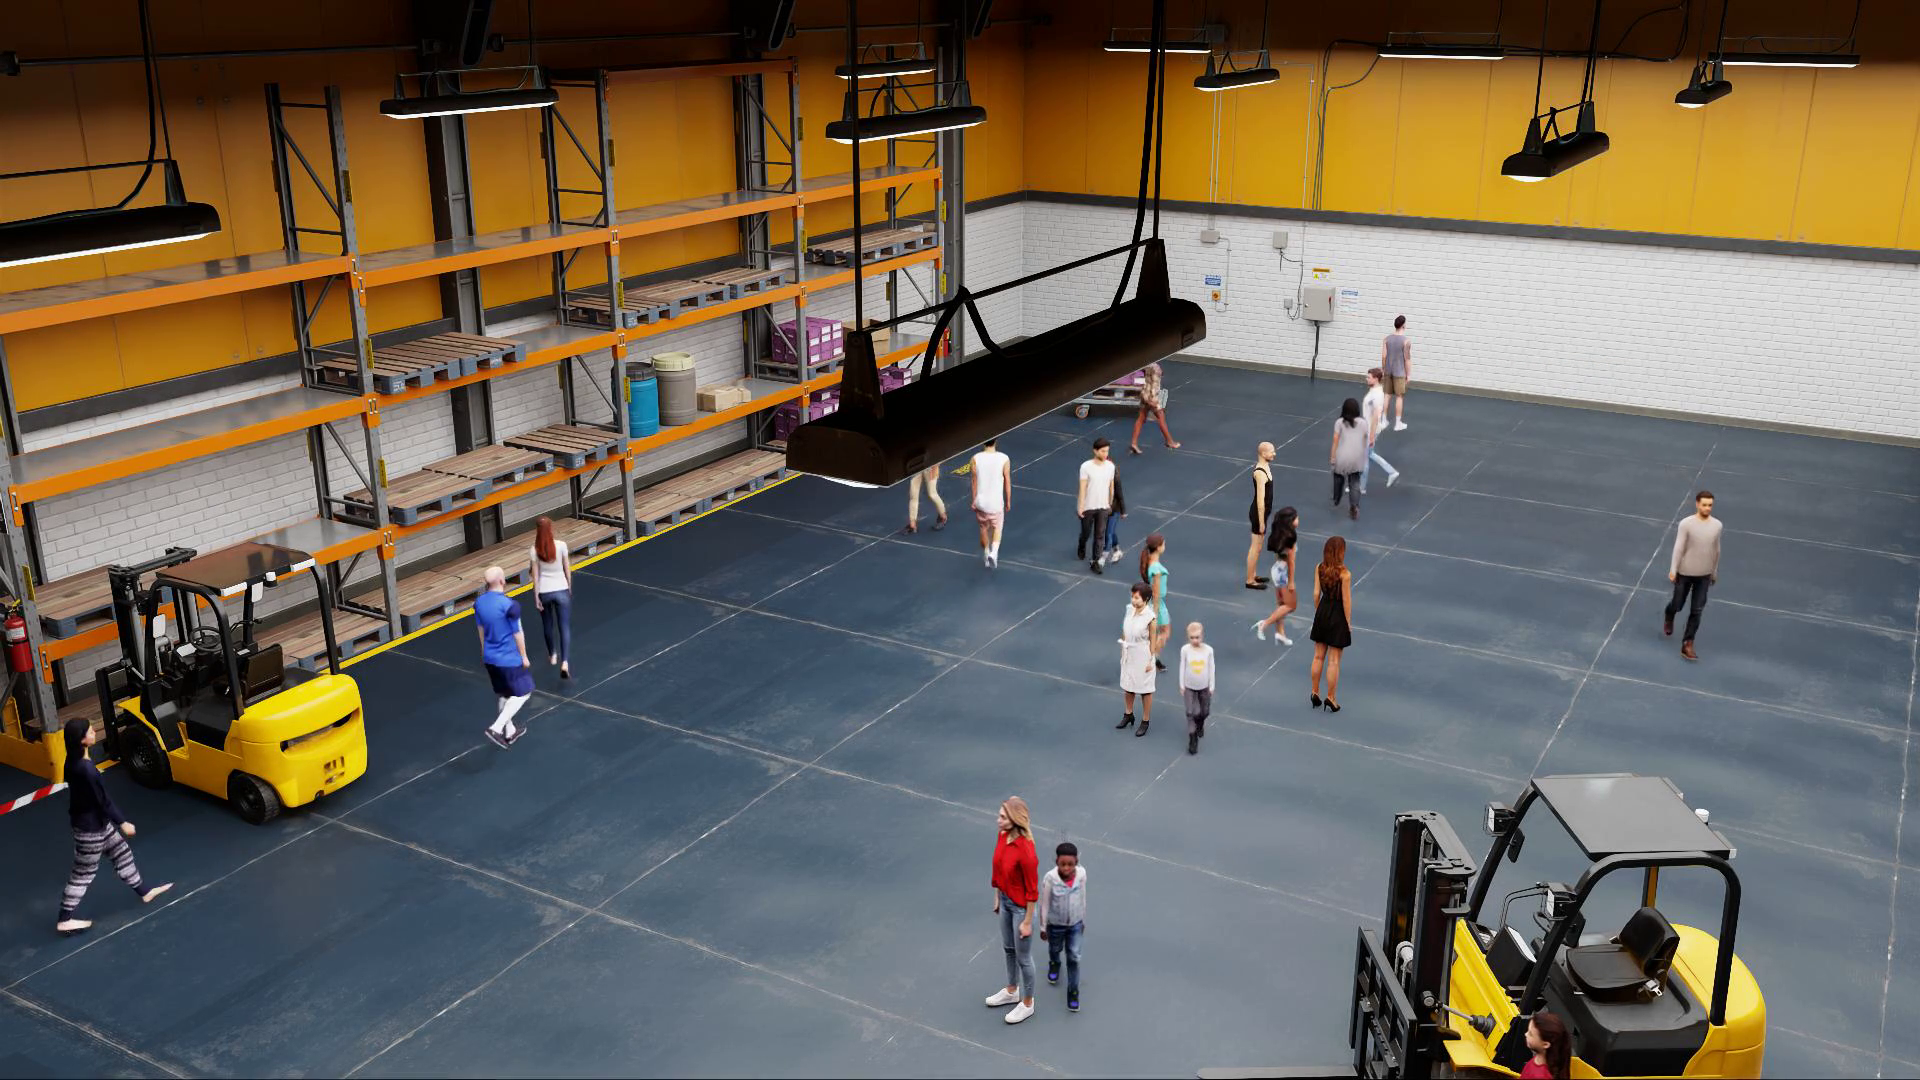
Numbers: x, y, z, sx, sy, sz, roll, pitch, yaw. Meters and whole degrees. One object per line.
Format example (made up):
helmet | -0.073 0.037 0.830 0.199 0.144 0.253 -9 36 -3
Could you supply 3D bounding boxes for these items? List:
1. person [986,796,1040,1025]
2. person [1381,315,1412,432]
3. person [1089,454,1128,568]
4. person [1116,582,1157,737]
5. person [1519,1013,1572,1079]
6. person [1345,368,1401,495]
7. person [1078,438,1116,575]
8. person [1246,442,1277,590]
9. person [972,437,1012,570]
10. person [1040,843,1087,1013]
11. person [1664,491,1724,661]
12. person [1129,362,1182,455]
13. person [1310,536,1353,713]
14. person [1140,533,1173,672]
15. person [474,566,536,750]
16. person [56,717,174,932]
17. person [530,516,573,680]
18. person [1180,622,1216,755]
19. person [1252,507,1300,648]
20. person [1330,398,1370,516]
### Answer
person | 0.399 2.571 11.653 0.686 1.704 0.688 -10 21 -28
person | 6.979 -2.688 26.623 0.655 1.845 0.597 13 23 35
person | 1.914 -0.403 20.892 0.729 1.444 0.933 13 23 34
person | 1.732 1.133 16.158 0.604 1.555 0.613 -17 25 -40
person | 3.299 3.379 9.492 0.675 1.553 0.611 5 19 14
person | 5.927 -1.535 23.639 0.891 1.837 0.997 4 19 13
person | 1.651 -0.455 20.640 0.923 1.703 0.984 -5 19 -14
person | 3.604 -0.310 20.035 0.761 1.815 0.562 4 19 12
person | 0.354 -0.461 20.556 0.862 1.769 1.006 2 19 5
person | 0.755 2.705 12.004 0.761 1.227 0.901 -1 19 -2
person | 7.932 0.339 18.049 0.948 1.852 1.127 1 19 2
person | 2.844 -2.140 25.580 1.117 1.745 1.050 -5 19 -16
person | 3.696 0.837 16.599 0.610 1.835 0.633 -17 25 -41
person | 1.957 0.679 17.521 0.718 1.546 0.669 -9 20 -24
person | -4.345 1.143 15.700 0.674 1.828 0.865 10 21 27
person | -6.740 2.218 12.737 1.177 1.682 0.893 -14 23 -36
person | -4.253 0.619 17.443 1.032 1.709 1.102 -5 19 -13
person | 2.253 1.371 15.899 0.660 1.269 0.791 0 19 0
person | 3.467 0.432 18.151 0.827 1.612 0.783 -2 19 -5
person | 5.351 -1.114 22.796 0.927 1.576 1.163 1 19 2
